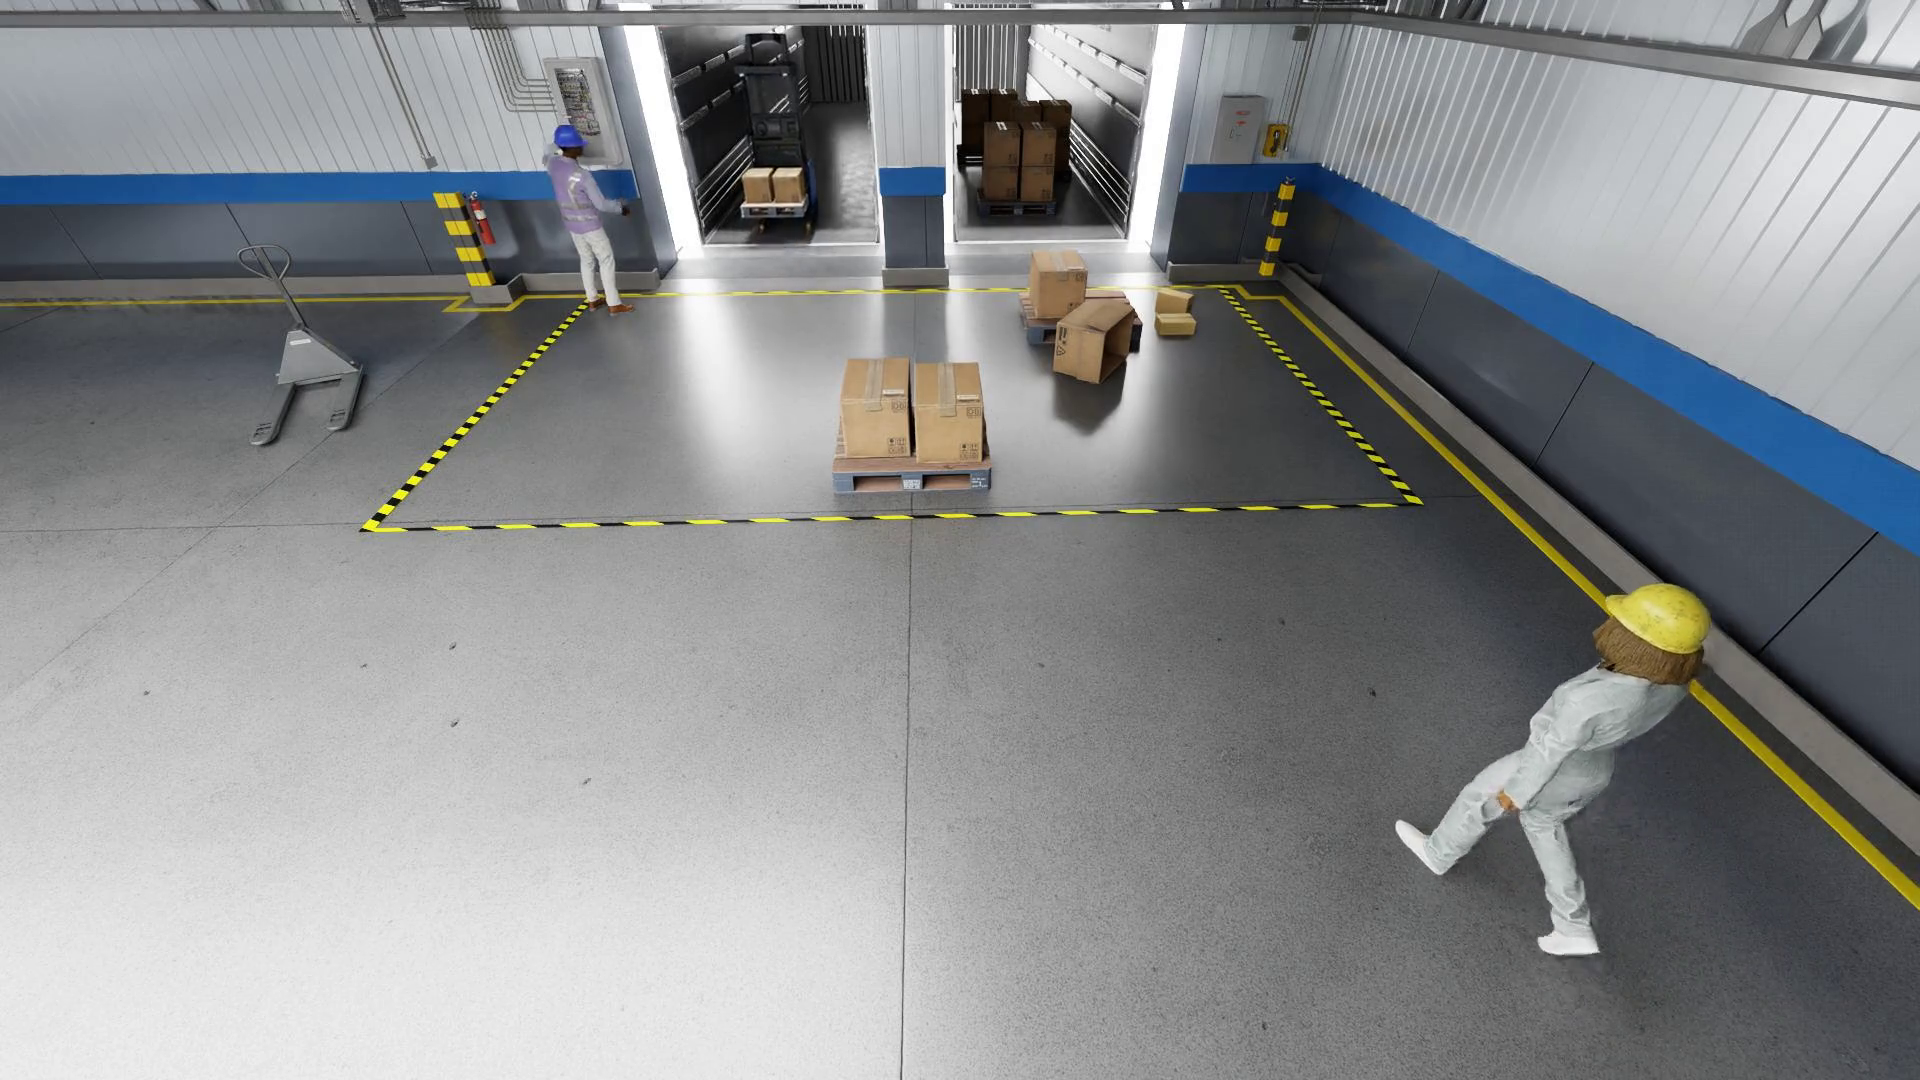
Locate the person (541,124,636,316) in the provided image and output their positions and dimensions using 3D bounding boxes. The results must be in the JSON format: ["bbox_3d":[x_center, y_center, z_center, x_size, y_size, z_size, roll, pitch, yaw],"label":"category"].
[{"bbox_3d":[-4.174,-3.562,8.127,1.109,1.921,0.674,19,42,22],"label":"person"}]

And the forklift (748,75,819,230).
[{"bbox_3d":[-2.636,-5.924,11.003,0.716,2.013,0.776,-1,38,-2],"label":"forklift"}]

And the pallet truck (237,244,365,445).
[{"bbox_3d":[-5.915,-1.733,6.366,0.680,1.201,1.601,-18,42,-21],"label":"pallet truck"}]

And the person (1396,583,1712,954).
[{"bbox_3d":[2.231,0.889,2.671,0.477,1.718,0.752,-9,39,-12],"label":"person"}]
